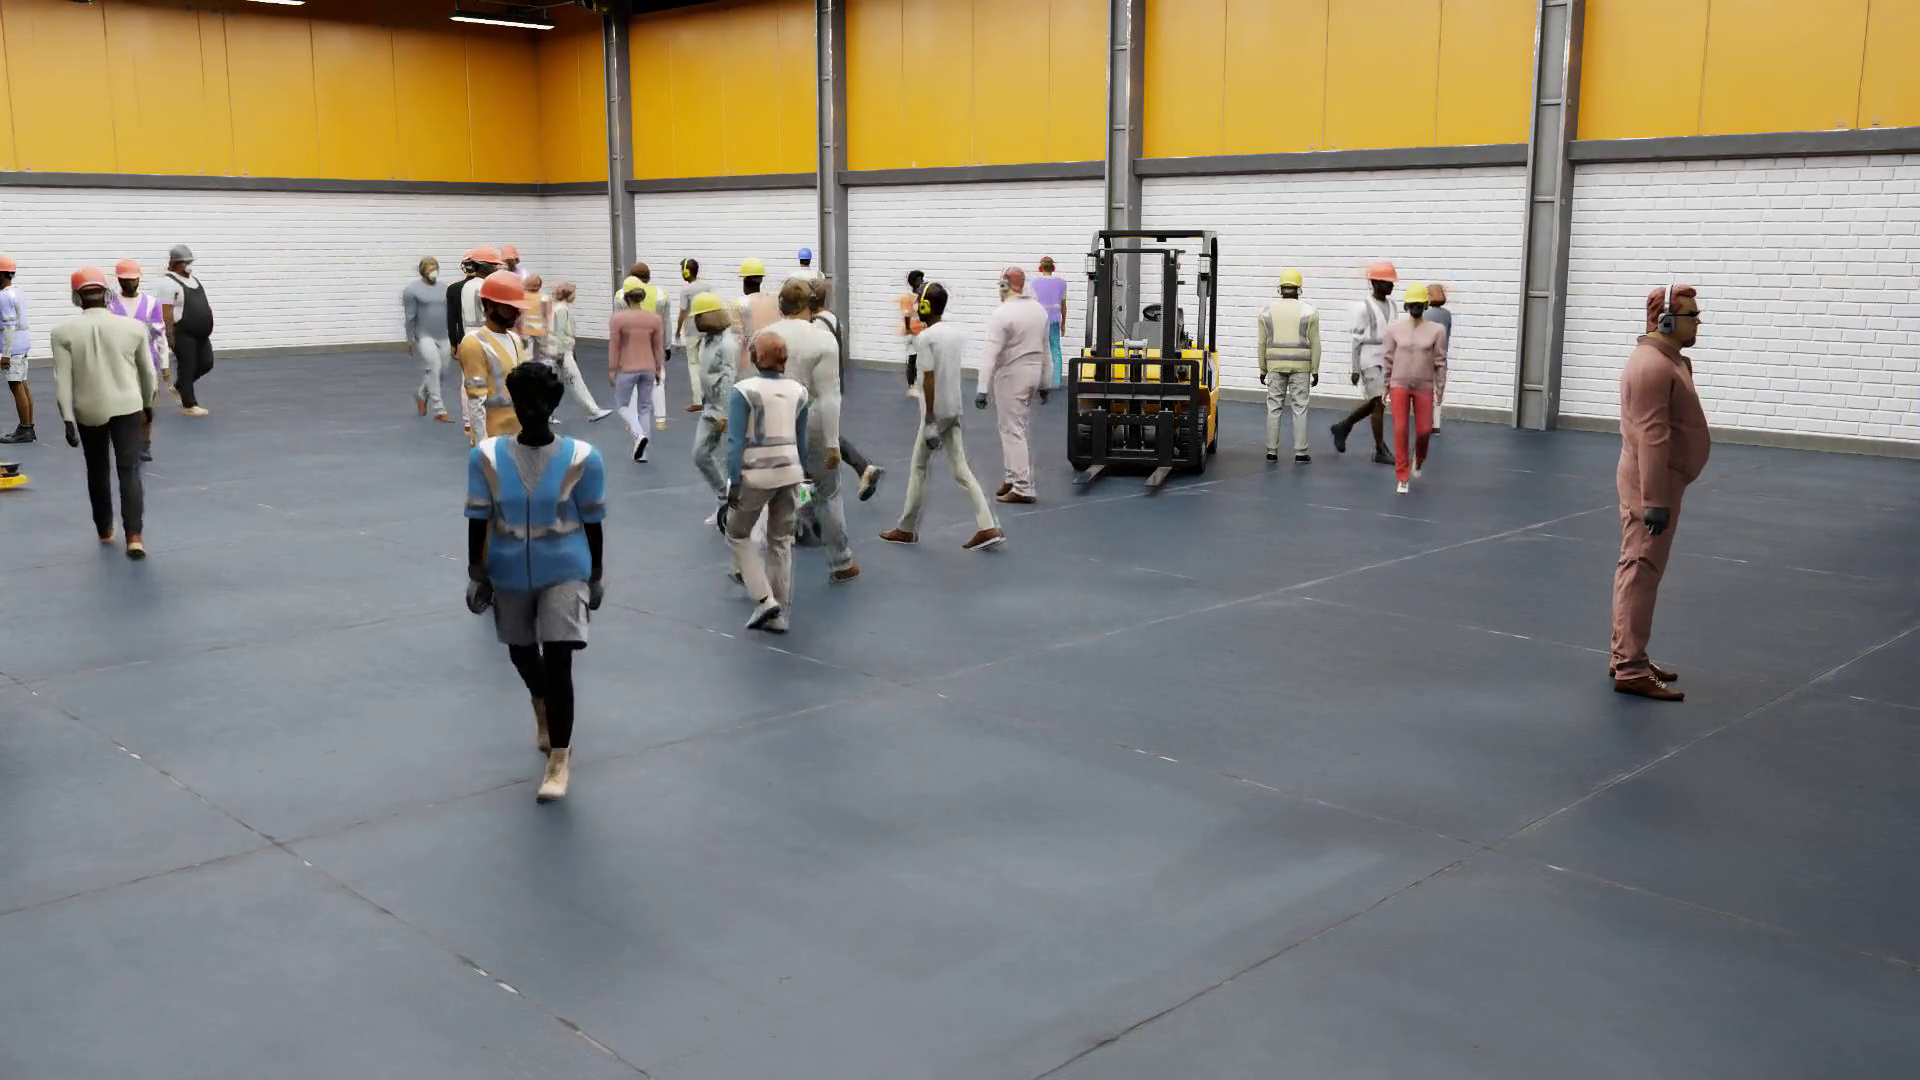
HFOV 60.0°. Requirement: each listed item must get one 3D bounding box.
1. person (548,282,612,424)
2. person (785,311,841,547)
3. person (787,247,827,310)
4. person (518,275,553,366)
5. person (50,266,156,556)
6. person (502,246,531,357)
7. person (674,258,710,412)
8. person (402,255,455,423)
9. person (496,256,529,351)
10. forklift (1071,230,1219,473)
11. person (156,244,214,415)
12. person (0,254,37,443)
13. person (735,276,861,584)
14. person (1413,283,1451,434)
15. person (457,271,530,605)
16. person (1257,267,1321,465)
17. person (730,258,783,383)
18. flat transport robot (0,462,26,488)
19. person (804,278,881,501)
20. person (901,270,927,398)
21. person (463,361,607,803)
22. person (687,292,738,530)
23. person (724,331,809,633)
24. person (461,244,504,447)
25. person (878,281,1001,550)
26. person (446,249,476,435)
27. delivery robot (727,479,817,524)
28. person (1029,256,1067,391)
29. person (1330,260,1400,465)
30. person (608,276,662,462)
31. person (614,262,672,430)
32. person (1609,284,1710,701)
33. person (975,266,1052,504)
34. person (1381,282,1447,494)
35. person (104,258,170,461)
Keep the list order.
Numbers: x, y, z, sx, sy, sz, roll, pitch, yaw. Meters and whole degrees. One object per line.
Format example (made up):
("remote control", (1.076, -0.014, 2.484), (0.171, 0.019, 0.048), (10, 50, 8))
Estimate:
("person", (-4.402, -2.106, 18.814), (0.864, 1.590, 0.527), (-4, 11, -18))
("person", (-1.084, -0.831, 11.429), (0.534, 1.765, 0.325), (-2, 11, -12))
("person", (-2.271, -3.342, 24.619), (0.604, 1.949, 0.398), (-4, 11, -19))
("person", (-5.780, -2.804, 22.653), (0.534, 1.598, 0.779), (1, 10, 3))
("person", (-5.751, -0.868, 11.221), (0.606, 1.934, 1.087), (-5, 11, -24))
("person", (-6.607, -3.348, 24.593), (0.600, 1.980, 1.100), (-2, 11, -12))
("person", (-3.219, -2.458, 20.044), (0.372, 1.855, 0.571), (6, 12, 31))
("person", (-6.110, -2.313, 19.110), (0.828, 1.919, 0.636), (9, 13, 39))
("person", (-5.484, -2.440, 19.866), (0.426, 1.888, 0.675), (9, 14, 41))
("forklift", (1.804, -1.825, 15.677), (1.214, 2.155, 2.313), (2, 11, 13))
("person", (-9.191, -2.495, 19.750), (0.632, 2.000, 0.689), (1, 10, 7))
("person", (-9.784, -1.966, 17.136), (0.354, 1.942, 0.545), (-3, 11, -18))
("person", (-1.012, -0.625, 9.980), (0.651, 1.896, 0.933), (6, 12, 30))
("person", (5.046, -1.936, 17.851), (0.521, 1.617, 0.374), (-7, 12, -32))
("person", (-2.642, -0.586, 9.649), (0.369, 1.928, 0.542), (2, 11, 13))
("person", (3.072, -1.615, 15.517), (0.589, 1.834, 0.404), (4, 11, 21))
("person", (-1.871, -1.608, 15.224), (0.363, 1.928, 0.587), (9, 14, 42))
("flat transport robot", (-8.678, -0.541, 13.925), (1.431, 0.197, 0.652), (2, 11, 13))
("person", (-1.007, -1.138, 12.982), (0.736, 1.810, 0.524), (5, 12, 26))
("person", (-0.565, -2.702, 21.860), (0.365, 1.685, 0.538), (8, 13, 38))
("person", (-1.645, 0.118, 6.539), (0.532, 1.666, 0.813), (0, 10, 0))
("person", (-1.763, -0.925, 12.058), (0.390, 1.715, 0.522), (-7, 13, -34))
("person", (-1.038, -0.304, 8.919), (0.535, 1.620, 0.366), (-10, 14, -42))
("person", (-4.735, -1.928, 16.656), (0.393, 2.039, 0.613), (-9, 13, -39))
("person", (-0.117, -0.836, 11.328), (0.950, 1.828, 0.534), (8, 13, 36))
("person", (-5.160, -2.112, 17.811), (0.610, 1.986, 0.392), (0, 10, -2))
("delivery robot", (-1.280, -0.322, 11.699), (0.707, 0.478, 0.477), (6, 12, 30))
("person", (1.207, -2.956, 22.801), (0.570, 1.841, 0.372), (-5, 11, -25))
("person", (3.864, -1.687, 15.740), (0.552, 1.908, 0.874), (-8, 13, -36))
("person", (-3.016, -1.581, 15.542), (0.543, 1.750, 0.464), (-7, 12, -32))
("person", (-3.467, -2.112, 18.209), (0.633, 1.841, 0.429), (-4, 11, -19))
("person", (3.260, -0.229, 7.756), (0.407, 1.910, 0.640), (4, 11, 20))
("person", (0.399, -1.238, 13.322), (0.599, 1.876, 0.780), (8, 13, 37))
("person", (3.790, -1.281, 13.933), (0.529, 1.751, 0.598), (2, 11, 13))
("person", (-7.702, -1.662, 15.538), (0.580, 1.915, 0.681), (-6, 12, -30))
